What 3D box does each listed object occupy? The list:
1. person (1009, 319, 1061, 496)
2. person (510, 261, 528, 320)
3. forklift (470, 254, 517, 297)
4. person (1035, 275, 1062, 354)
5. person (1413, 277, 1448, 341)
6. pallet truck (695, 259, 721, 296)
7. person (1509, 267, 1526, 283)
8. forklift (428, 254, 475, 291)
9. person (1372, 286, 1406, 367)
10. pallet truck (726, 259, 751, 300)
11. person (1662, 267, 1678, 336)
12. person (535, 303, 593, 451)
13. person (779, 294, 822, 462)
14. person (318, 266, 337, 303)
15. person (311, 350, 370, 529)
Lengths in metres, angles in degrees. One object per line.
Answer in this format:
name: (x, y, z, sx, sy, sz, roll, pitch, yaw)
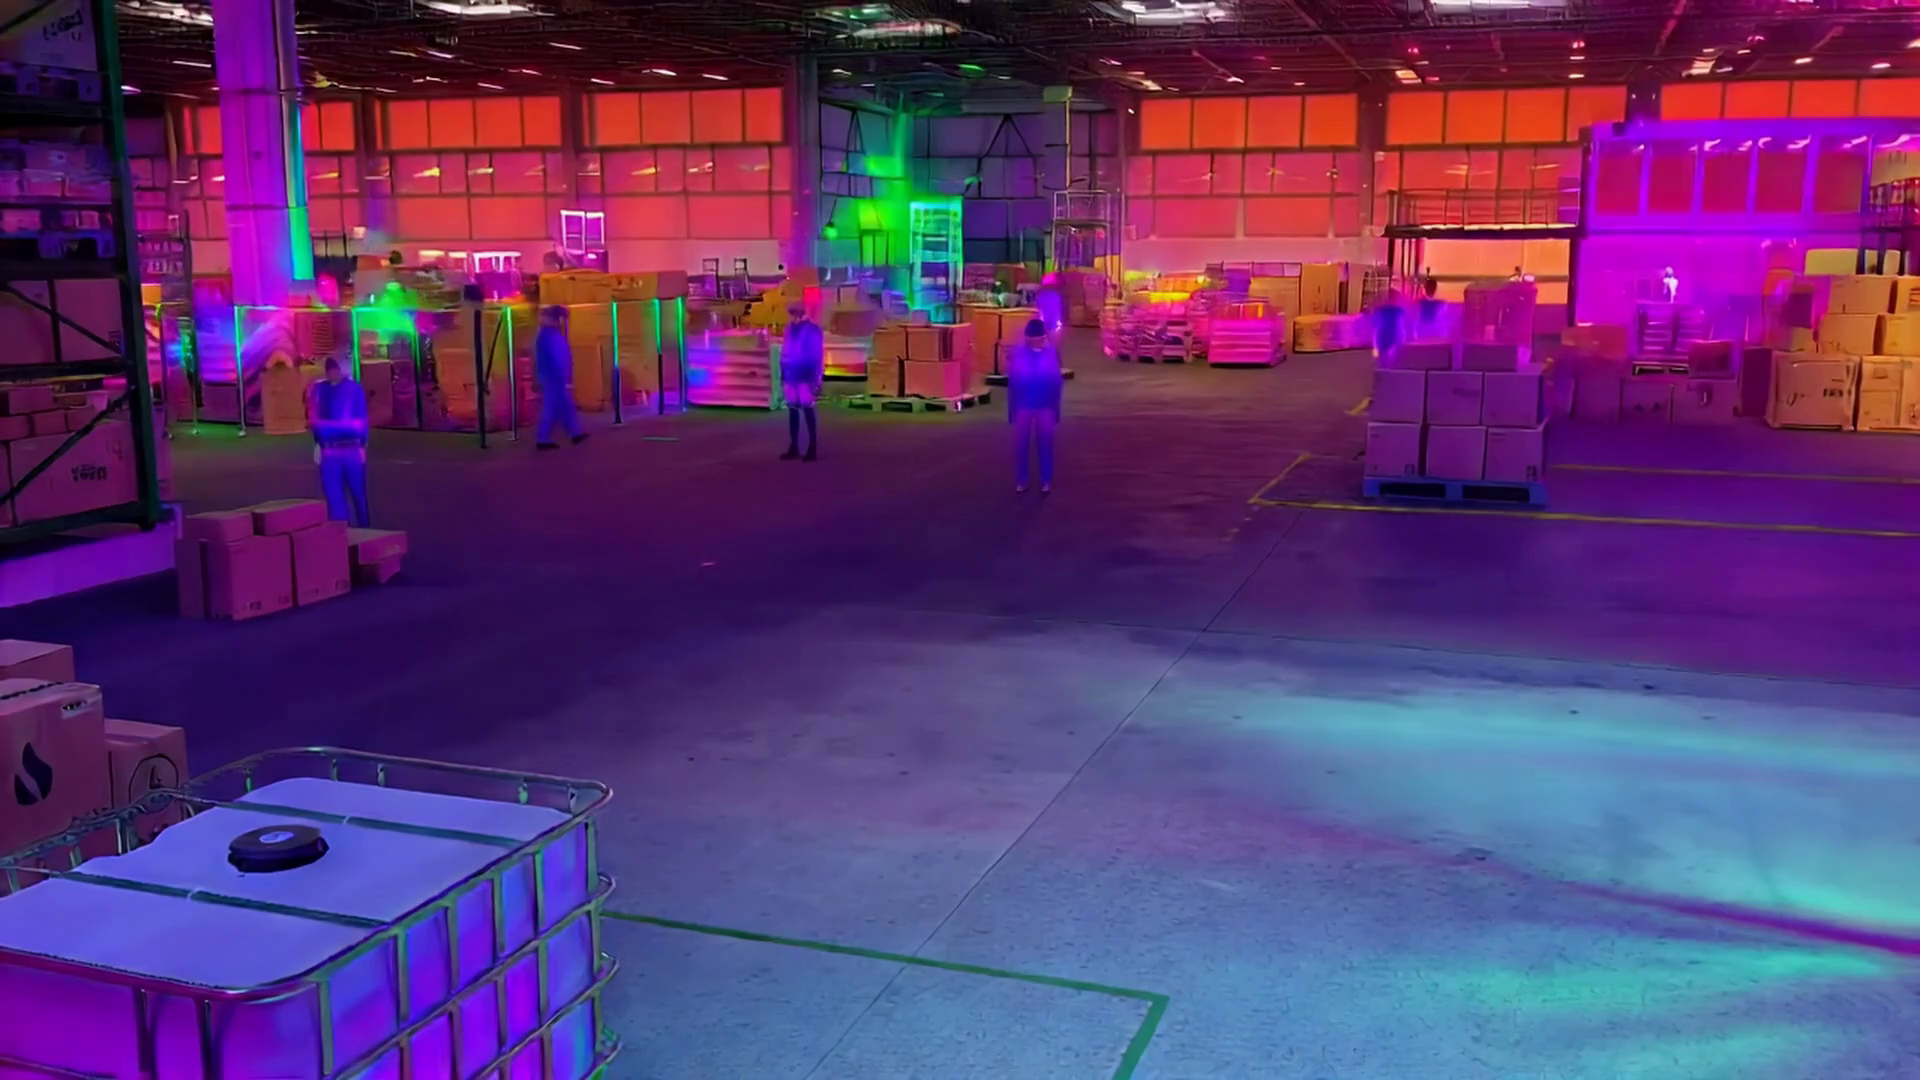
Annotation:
person: (0.750, -1.318, 16.629, 0.523, 1.769, 0.317, 0, 10, 2)
person: (-12.834, -7.136, 48.617, 0.390, 2.041, 0.614, 7, 12, 36)
forklift: (-17.990, -10.121, 64.684, 1.157, 1.987, 2.680, 3, 11, 17)
person: (1.703, -4.234, 32.633, 0.546, 1.924, 0.406, -6, 12, -29)
person: (8.075, -3.529, 28.542, 0.621, 1.952, 0.561, 6, 12, 30)
pallet truck: (-9.165, -9.627, 62.776, 0.823, 1.965, 1.885, 4, 11, 23)
person: (16.821, -7.329, 50.280, 0.505, 1.839, 0.344, 4, 11, 21)
forklift: (-20.133, -10.254, 65.465, 1.157, 1.987, 2.680, 3, 11, 19)
person: (6.827, -3.095, 26.423, 0.529, 1.845, 0.655, 2, 10, 12)
pallet truck: (-7.986, -9.493, 62.019, 0.823, 1.965, 1.885, 3, 11, 17)
person: (18.945, -6.330, 44.425, 0.394, 1.920, 0.587, 9, 14, 43)
person: (-4.861, -2.002, 20.402, 0.868, 1.791, 0.611, -6, 12, -30)
person: (-1.865, -1.869, 19.254, 0.552, 1.937, 0.356, 6, 12, 30)
person: (-17.601, -6.637, 46.223, 0.649, 1.911, 0.401, 5, 11, 26)
person: (-5.115, -0.745, 13.752, 0.514, 1.644, 0.310, 2, 10, 11)
